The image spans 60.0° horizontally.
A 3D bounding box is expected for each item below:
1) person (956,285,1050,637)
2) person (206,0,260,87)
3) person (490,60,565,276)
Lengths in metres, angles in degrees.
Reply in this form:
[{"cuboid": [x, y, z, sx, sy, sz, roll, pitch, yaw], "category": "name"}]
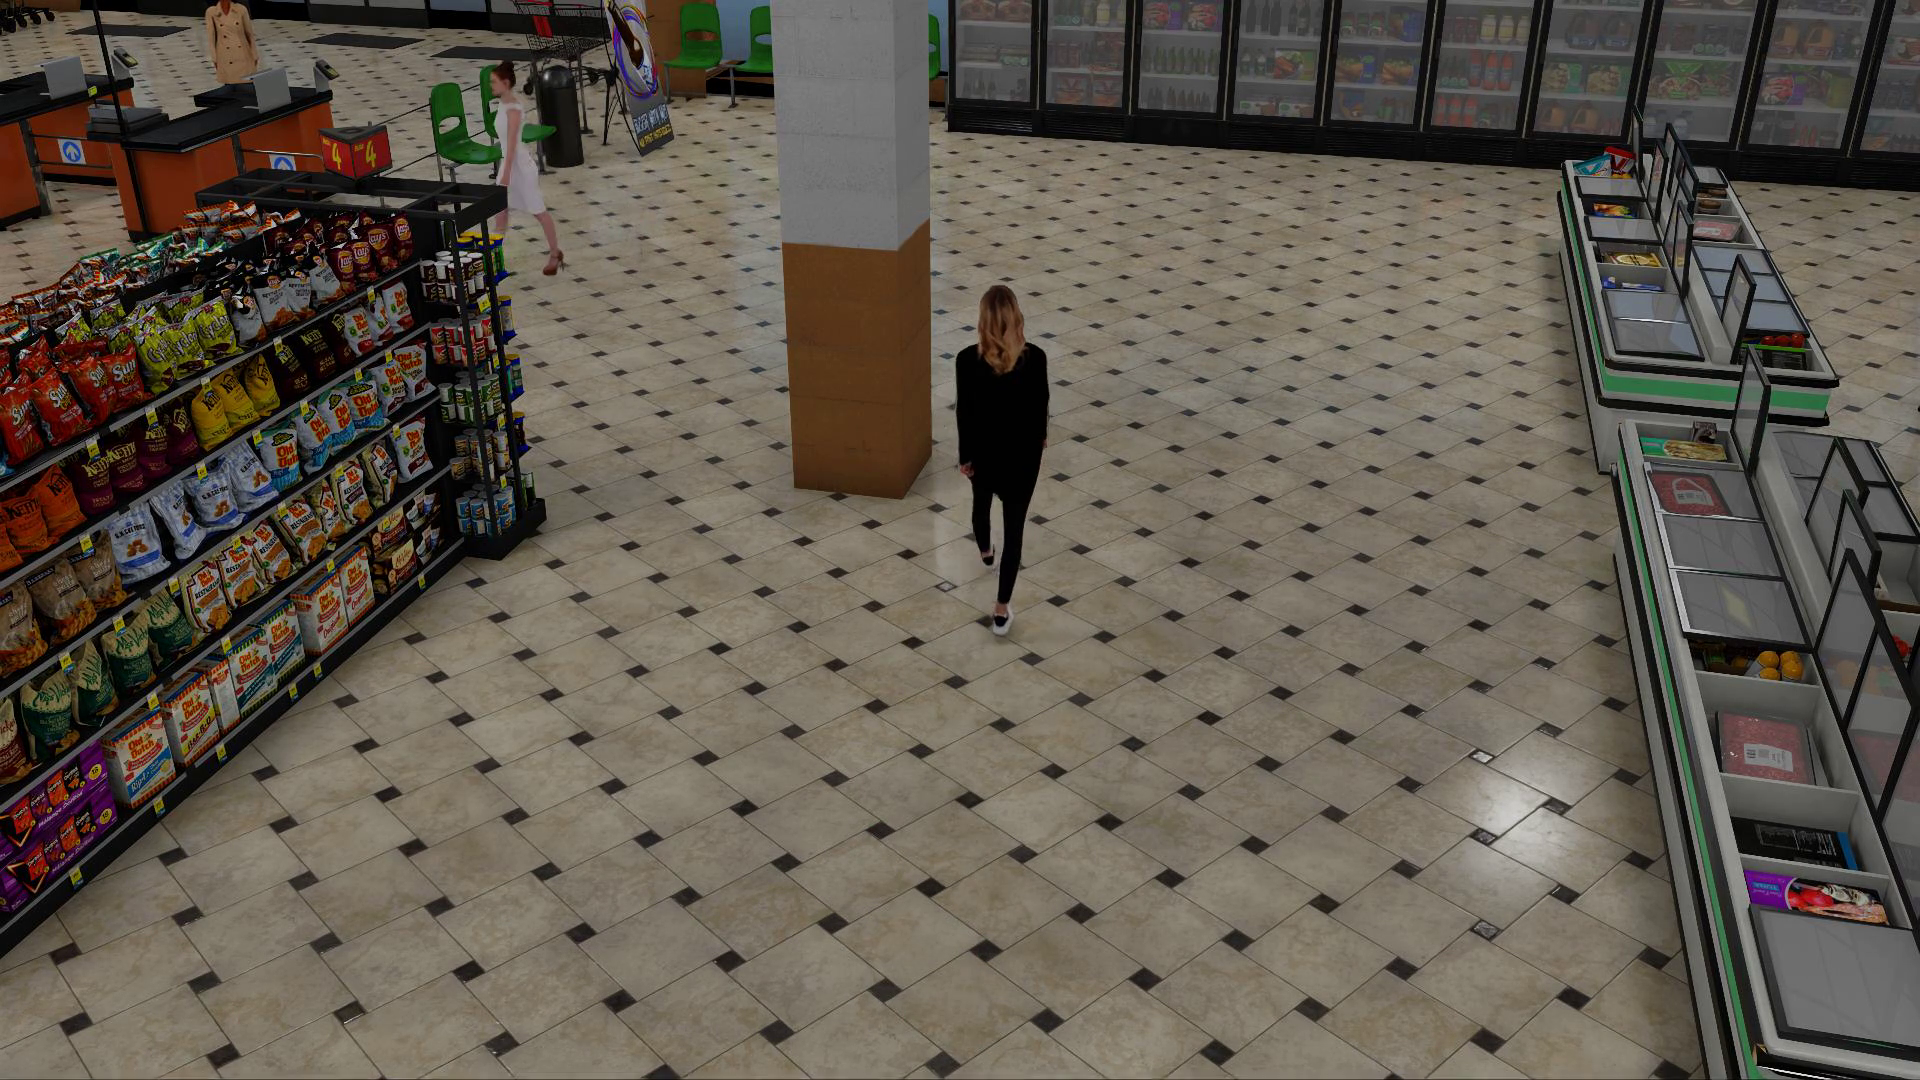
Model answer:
[{"cuboid": [0.215, -0.355, 8.354, 0.748, 1.756, 1.177, 3, 27, 5], "category": "person"}, {"cuboid": [-7.859, -5.223, 18.037, 0.713, 1.682, 0.734, -10, 28, -18], "category": "person"}, {"cuboid": [-3.478, -2.979, 13.518, 1.016, 1.766, 0.940, -17, 31, -30], "category": "person"}]
